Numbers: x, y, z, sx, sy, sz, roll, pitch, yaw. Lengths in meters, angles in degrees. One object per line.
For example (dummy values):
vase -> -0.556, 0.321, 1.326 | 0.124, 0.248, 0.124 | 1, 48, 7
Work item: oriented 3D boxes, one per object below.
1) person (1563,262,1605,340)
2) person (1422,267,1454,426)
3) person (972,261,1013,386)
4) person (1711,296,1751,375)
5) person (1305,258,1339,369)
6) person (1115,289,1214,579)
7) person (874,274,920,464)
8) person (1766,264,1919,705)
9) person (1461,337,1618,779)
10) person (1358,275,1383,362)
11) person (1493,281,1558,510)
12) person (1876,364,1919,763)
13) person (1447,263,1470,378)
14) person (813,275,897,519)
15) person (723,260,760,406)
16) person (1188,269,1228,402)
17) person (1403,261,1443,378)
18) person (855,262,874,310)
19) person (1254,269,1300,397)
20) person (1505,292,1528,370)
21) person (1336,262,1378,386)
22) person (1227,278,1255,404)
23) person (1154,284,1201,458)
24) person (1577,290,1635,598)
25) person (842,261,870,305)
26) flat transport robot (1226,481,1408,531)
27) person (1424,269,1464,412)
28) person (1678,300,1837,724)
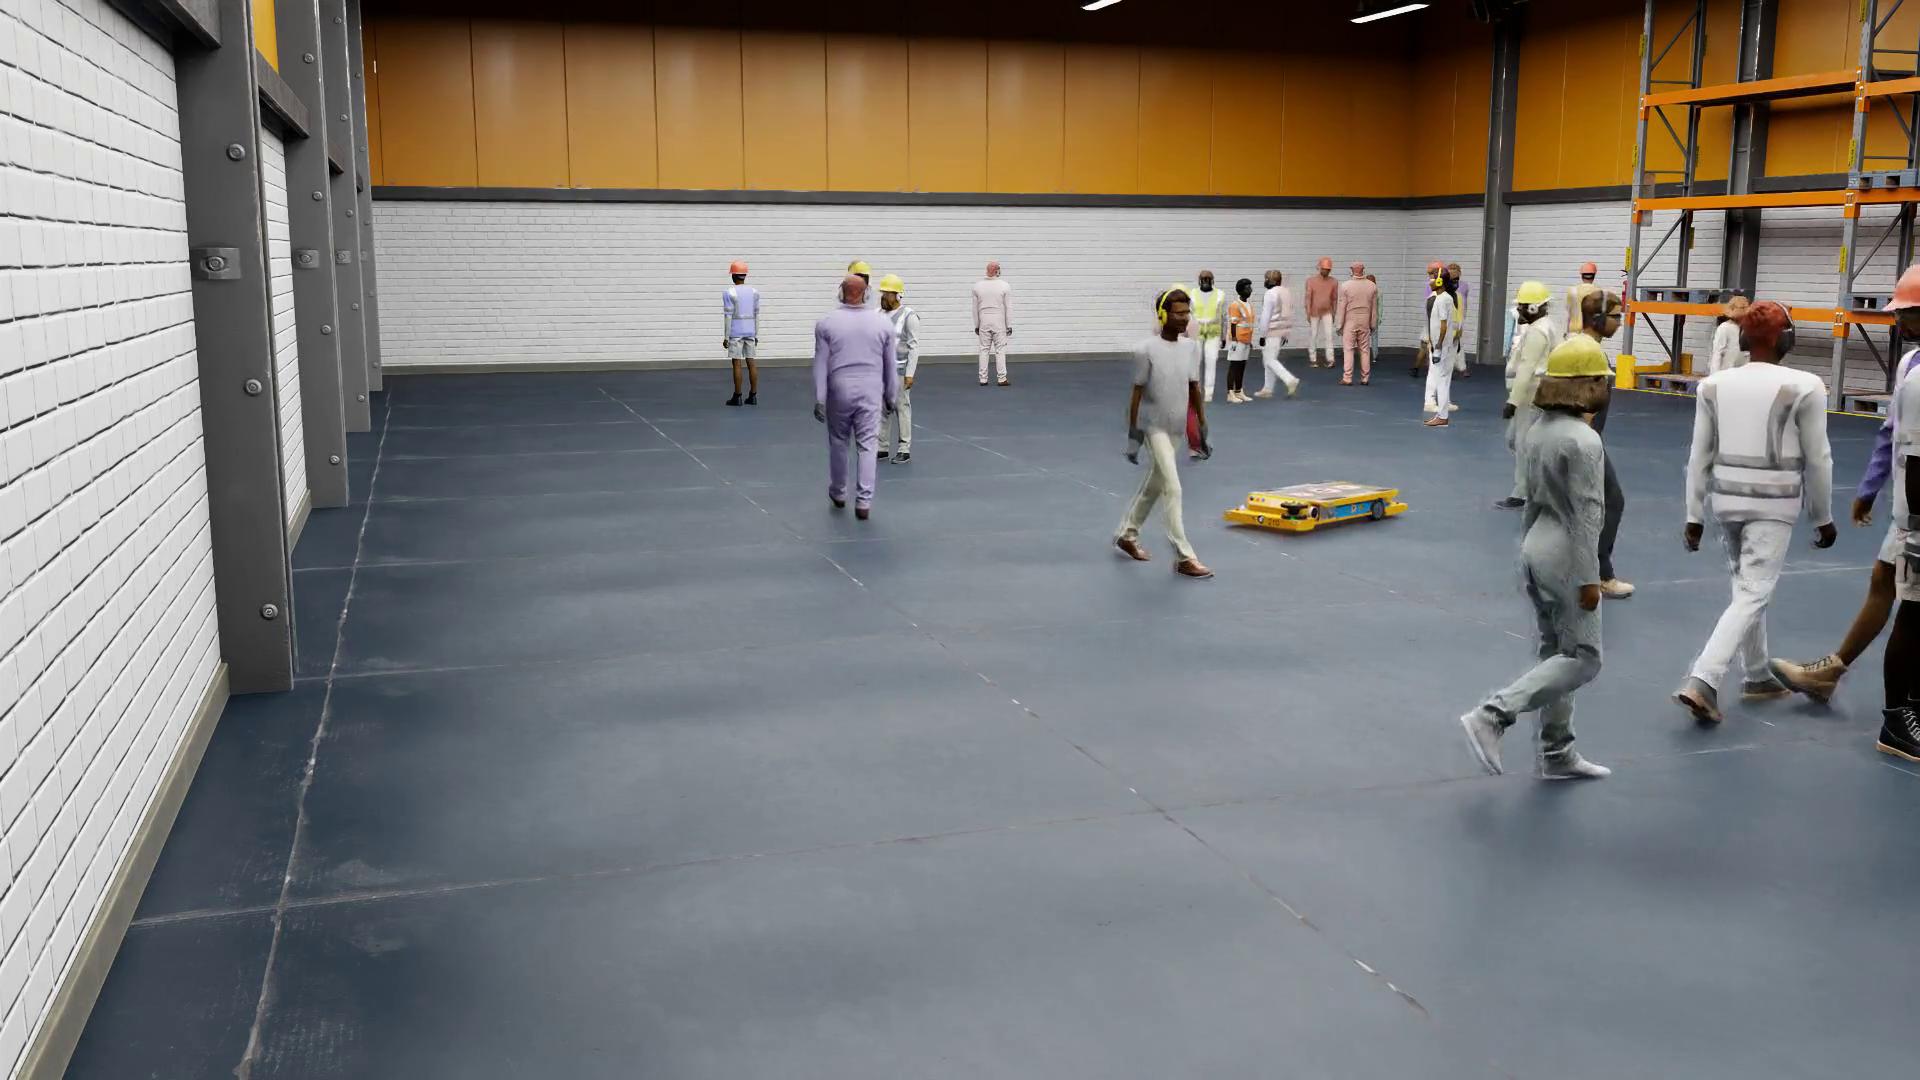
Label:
person -> 8.965, -3.026, 23.896 | 0.558, 1.902, 0.861 | 4, 11, 22
person -> 5.660, -2.273, 19.640 | 0.311, 1.869, 0.530 | 4, 10, 21
person -> 0.517, -3.314, 25.557 | 0.644, 1.908, 0.408 | 3, 10, 19
person -> 7.749, -1.612, 16.566 | 0.510, 1.610, 0.633 | -8, 13, -39
person -> 6.425, -4.013, 29.491 | 0.619, 1.942, 1.002 | 0, 10, -1
person -> 1.330, -0.708, 10.755 | 0.541, 1.822, 0.993 | -8, 12, -38
person -> -0.677, -1.660, 16.188 | 0.590, 1.837, 0.404 | 7, 12, 35
person -> 4.204, -0.220, 7.408 | 1.046, 1.982, 0.636 | 2, 10, 11
person -> 2.242, 0.093, 6.327 | 0.554, 1.729, 0.497 | 0, 10, -2
person -> 7.680, -4.161, 31.248 | 0.500, 1.634, 0.286 | 2, 10, 11
person -> 4.515, -1.133, 13.173 | 0.423, 1.821, 0.618 | 4, 10, 21
person -> 3.981, -0.089, 6.714 | 0.610, 1.965, 0.363 | -8, 13, -39
person -> 8.120, -3.647, 27.593 | 0.642, 1.884, 1.036 | -2, 10, -13
person -> -0.830, -1.132, 13.045 | 0.672, 1.856, 0.970 | -2, 10, -10
person -> -2.940, -2.766, 22.286 | 0.545, 1.942, 0.354 | -8, 13, -39
person -> 3.387, -2.827, 22.994 | 0.633, 1.826, 0.630 | 1, 10, 8
person -> 7.643, -3.557, 26.995 | 0.561, 1.892, 0.896 | -6, 11, -31
person -> -1.452, -3.208, 24.936 | 0.439, 1.907, 0.607 | 7, 12, 35
person -> 4.457, -2.882, 23.329 | 0.688, 1.819, 0.650 | 7, 12, 35
person -> 7.087, -2.354, 20.838 | 0.526, 1.622, 0.491 | -1, 10, -6
person -> 6.093, -3.326, 25.632 | 0.652, 1.904, 0.402 | -2, 10, -12
person -> 3.833, -2.713, 22.681 | 0.322, 1.697, 0.536 | 8, 12, 38
person -> 2.162, -1.636, 16.329 | 0.548, 1.720, 0.867 | 8, 12, 38
person -> 3.781, -0.562, 9.879 | 0.708, 1.817, 0.537 | 0, 10, 1
person -> -1.623, -3.357, 25.772 | 0.432, 1.919, 0.664 | -8, 13, -40
flat transport robot -> 2.742, -0.276, 12.698 | 1.431, 0.197, 0.652 | -9, 13, -41
person -> 6.247, -2.559, 21.421 | 0.627, 1.835, 0.432 | -8, 12, -37
person -> 3.455, -0.127, 7.317 | 0.959, 1.849, 0.572 | -6, 11, -31
